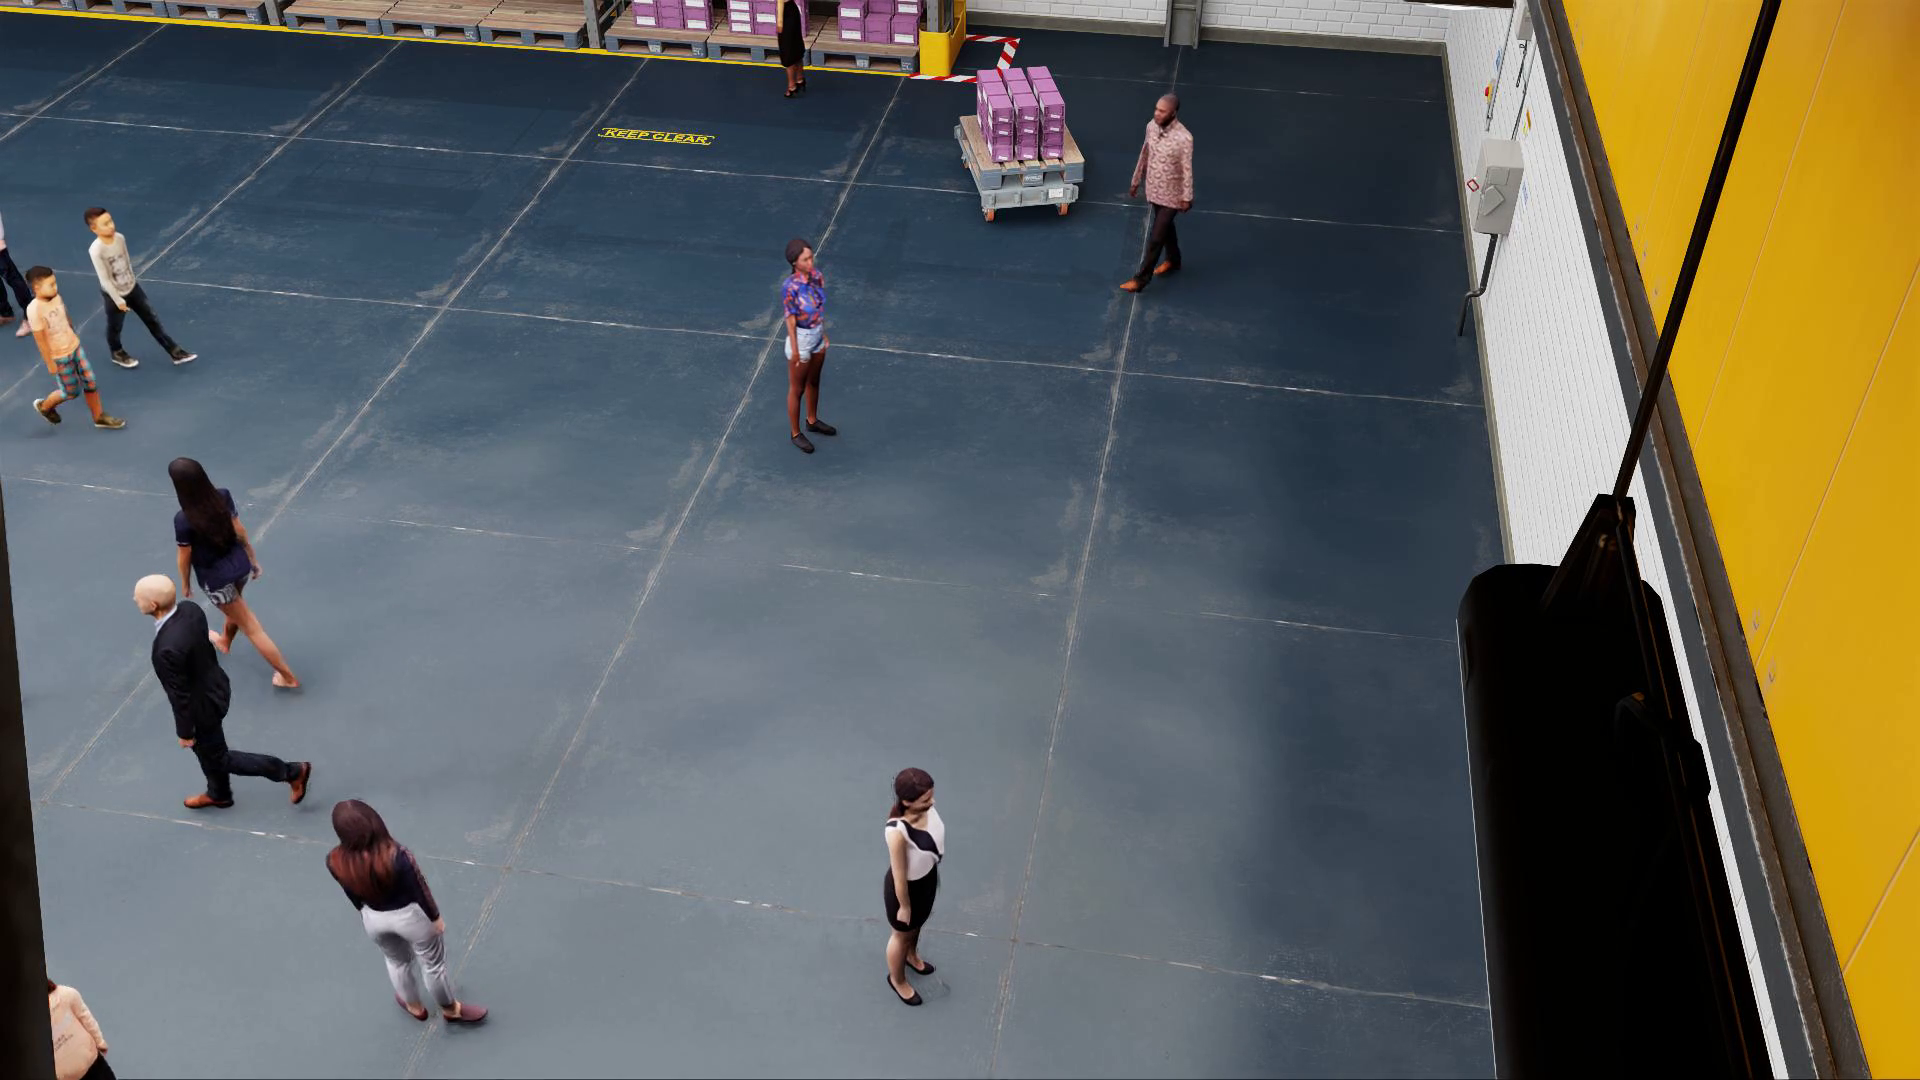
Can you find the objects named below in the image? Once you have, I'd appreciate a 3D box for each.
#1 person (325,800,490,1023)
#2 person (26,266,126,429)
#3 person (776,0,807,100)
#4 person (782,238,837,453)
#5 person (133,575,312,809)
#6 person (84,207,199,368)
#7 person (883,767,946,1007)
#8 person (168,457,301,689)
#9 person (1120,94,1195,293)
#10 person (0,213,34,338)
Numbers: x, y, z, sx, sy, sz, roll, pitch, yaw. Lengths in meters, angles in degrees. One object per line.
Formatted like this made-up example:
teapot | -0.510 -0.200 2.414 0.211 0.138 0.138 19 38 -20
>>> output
person | -2.822 1.917 8.482 0.477 1.595 0.827 11 40 13
person | -6.973 -1.441 12.808 0.842 1.443 0.587 3 39 4
person | -1.833 -5.551 17.788 0.549 1.651 0.575 10 40 12
person | -1.173 -1.500 12.644 0.651 1.741 0.660 23 44 26
person | -4.287 0.928 9.569 1.147 1.783 0.927 -7 39 -9
person | -6.895 -2.017 13.542 1.019 1.428 0.655 12 40 15
person | -0.248 1.775 8.617 0.558 1.649 0.591 13 40 15
person | -4.550 0.267 10.446 1.179 1.722 0.834 19 42 22
person | 1.865 -3.066 14.590 1.212 1.759 1.144 -24 44 -27
person | -8.206 -2.594 13.924 0.560 1.853 0.765 12 40 14
